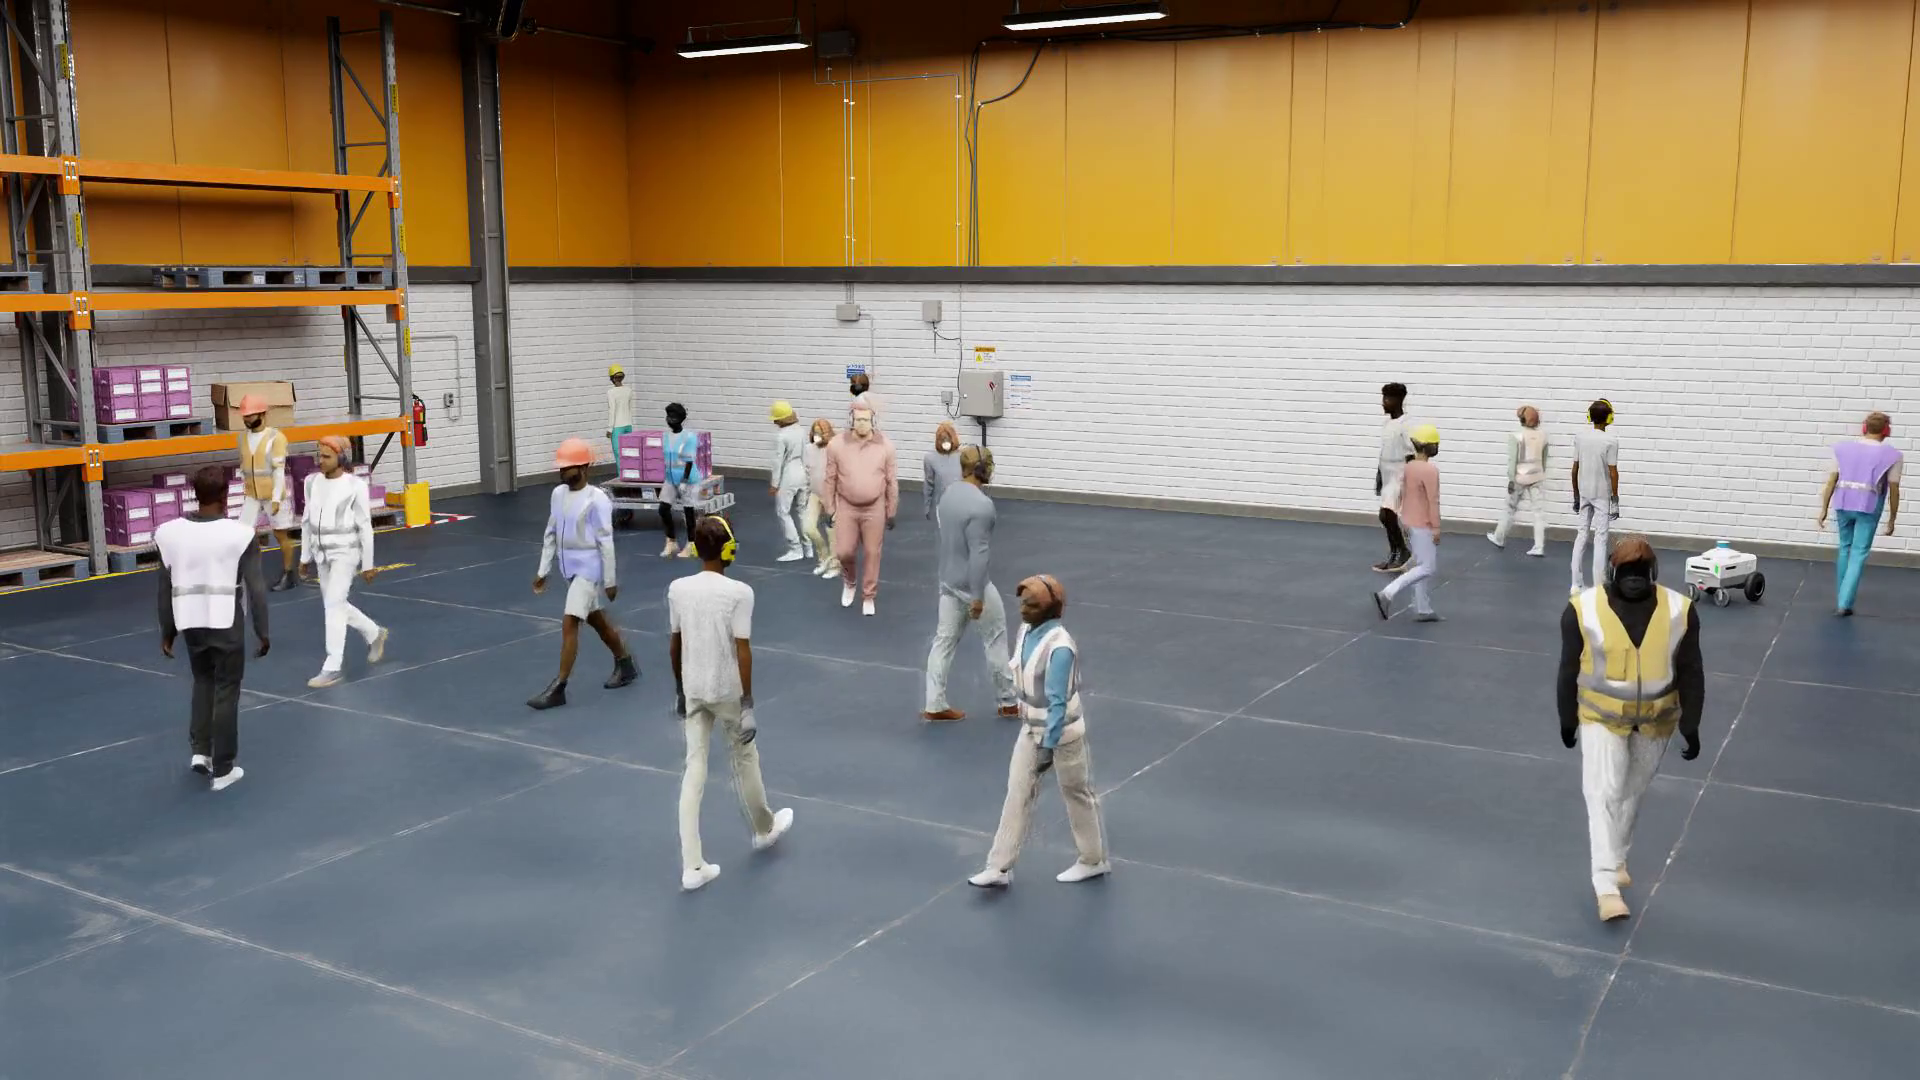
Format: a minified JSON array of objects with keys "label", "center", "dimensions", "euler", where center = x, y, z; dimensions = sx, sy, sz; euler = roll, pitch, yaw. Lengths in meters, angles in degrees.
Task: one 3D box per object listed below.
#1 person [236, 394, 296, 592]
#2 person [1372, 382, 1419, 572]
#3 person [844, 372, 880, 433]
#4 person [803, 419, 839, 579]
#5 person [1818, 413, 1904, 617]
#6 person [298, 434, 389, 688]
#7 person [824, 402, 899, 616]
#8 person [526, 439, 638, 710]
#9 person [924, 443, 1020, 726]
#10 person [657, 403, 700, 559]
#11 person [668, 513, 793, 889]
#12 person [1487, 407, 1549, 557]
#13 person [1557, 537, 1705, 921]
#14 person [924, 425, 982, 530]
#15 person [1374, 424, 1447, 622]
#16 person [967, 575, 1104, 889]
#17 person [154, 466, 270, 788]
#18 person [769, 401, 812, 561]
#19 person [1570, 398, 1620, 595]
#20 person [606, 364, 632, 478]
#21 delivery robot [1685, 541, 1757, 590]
[{"label":"person","center":[-6.609,-0.405,15.604],"dimensions":[0.548,1.899,0.923],"euler":[2,9,12]},{"label":"person","center":[4.368,-0.621,16.783],"dimensions":[0.428,1.946,0.629],"euler":[-1,9,-9]},{"label":"person","center":[-1.211,-1.144,20.435],"dimensions":[0.441,1.825,0.650],"euler":[2,9,13]},{"label":"person","center":[-1.341,-0.411,16.504],"dimensions":[0.523,1.606,0.388],"euler":[6,11,33]},{"label":"person","center":[8.061,-0.234,14.836],"dimensions":[0.835,1.796,0.627],"euler":[-8,12,-40]},{"label":"person","center":[-4.616,0.119,12.474],"dimensions":[0.575,1.855,0.850],"euler":[5,10,26]},{"label":"person","center":[-0.871,-0.276,14.783],"dimensions":[0.667,1.895,0.427],"euler":[-1,9,-3]},{"label":"person","center":[-2.681,0.206,11.852],"dimensions":[0.550,1.890,1.013],"euler":[8,12,42]},{"label":"person","center":[0.161,0.296,11.204],"dimensions":[0.946,1.898,0.653],"euler":[-5,10,-29]},{"label":"person","center":[-2.986,-0.617,17.572],"dimensions":[0.524,1.676,0.497],"euler":[6,11,33]},{"label":"person","center":[-1.190,0.773,8.438],"dimensions":[0.560,1.828,0.946],"euler":[4,10,21]},{"label":"person","center":[6.086,-0.645,17.996],"dimensions":[0.542,1.591,0.859],"euler":[-3,9,-16]},{"label":"person","center":[3.194,0.877,7.935],"dimensions":[0.622,1.791,0.944],"euler":[1,9,8]},{"label":"person","center":[-0.062,-0.344,16.217],"dimensions":[0.587,1.578,0.866],"euler":[0,9,-2]},{"label":"person","center":[3.918,-0.130,14.324],"dimensions":[0.645,1.751,0.535],"euler":[-1,9,-8]},{"label":"person","center":[0.391,0.945,8.094],"dimensions":[0.800,1.588,0.532],"euler":[-5,10,-27]},{"label":"person","center":[-4.409,0.511,9.854],"dimensions":[0.609,1.898,0.465],"euler":[0,9,-1]},{"label":"person","center":[-1.780,-0.629,17.610],"dimensions":[0.350,1.707,0.560],"euler":[5,10,28]},{"label":"person","center":[5.956,-0.388,15.562],"dimensions":[0.326,1.877,0.518],"euler":[-6,11,-31]},{"label":"person","center":[-4.793,-1.582,23.359],"dimensions":[0.323,1.764,0.533],"euler":[4,10,25]},{"label":"delivery robot","center":[7.041,0.251,15.386],"dimensions":[0.707,0.478,0.477],"euler":[-6,11,-35]}]
